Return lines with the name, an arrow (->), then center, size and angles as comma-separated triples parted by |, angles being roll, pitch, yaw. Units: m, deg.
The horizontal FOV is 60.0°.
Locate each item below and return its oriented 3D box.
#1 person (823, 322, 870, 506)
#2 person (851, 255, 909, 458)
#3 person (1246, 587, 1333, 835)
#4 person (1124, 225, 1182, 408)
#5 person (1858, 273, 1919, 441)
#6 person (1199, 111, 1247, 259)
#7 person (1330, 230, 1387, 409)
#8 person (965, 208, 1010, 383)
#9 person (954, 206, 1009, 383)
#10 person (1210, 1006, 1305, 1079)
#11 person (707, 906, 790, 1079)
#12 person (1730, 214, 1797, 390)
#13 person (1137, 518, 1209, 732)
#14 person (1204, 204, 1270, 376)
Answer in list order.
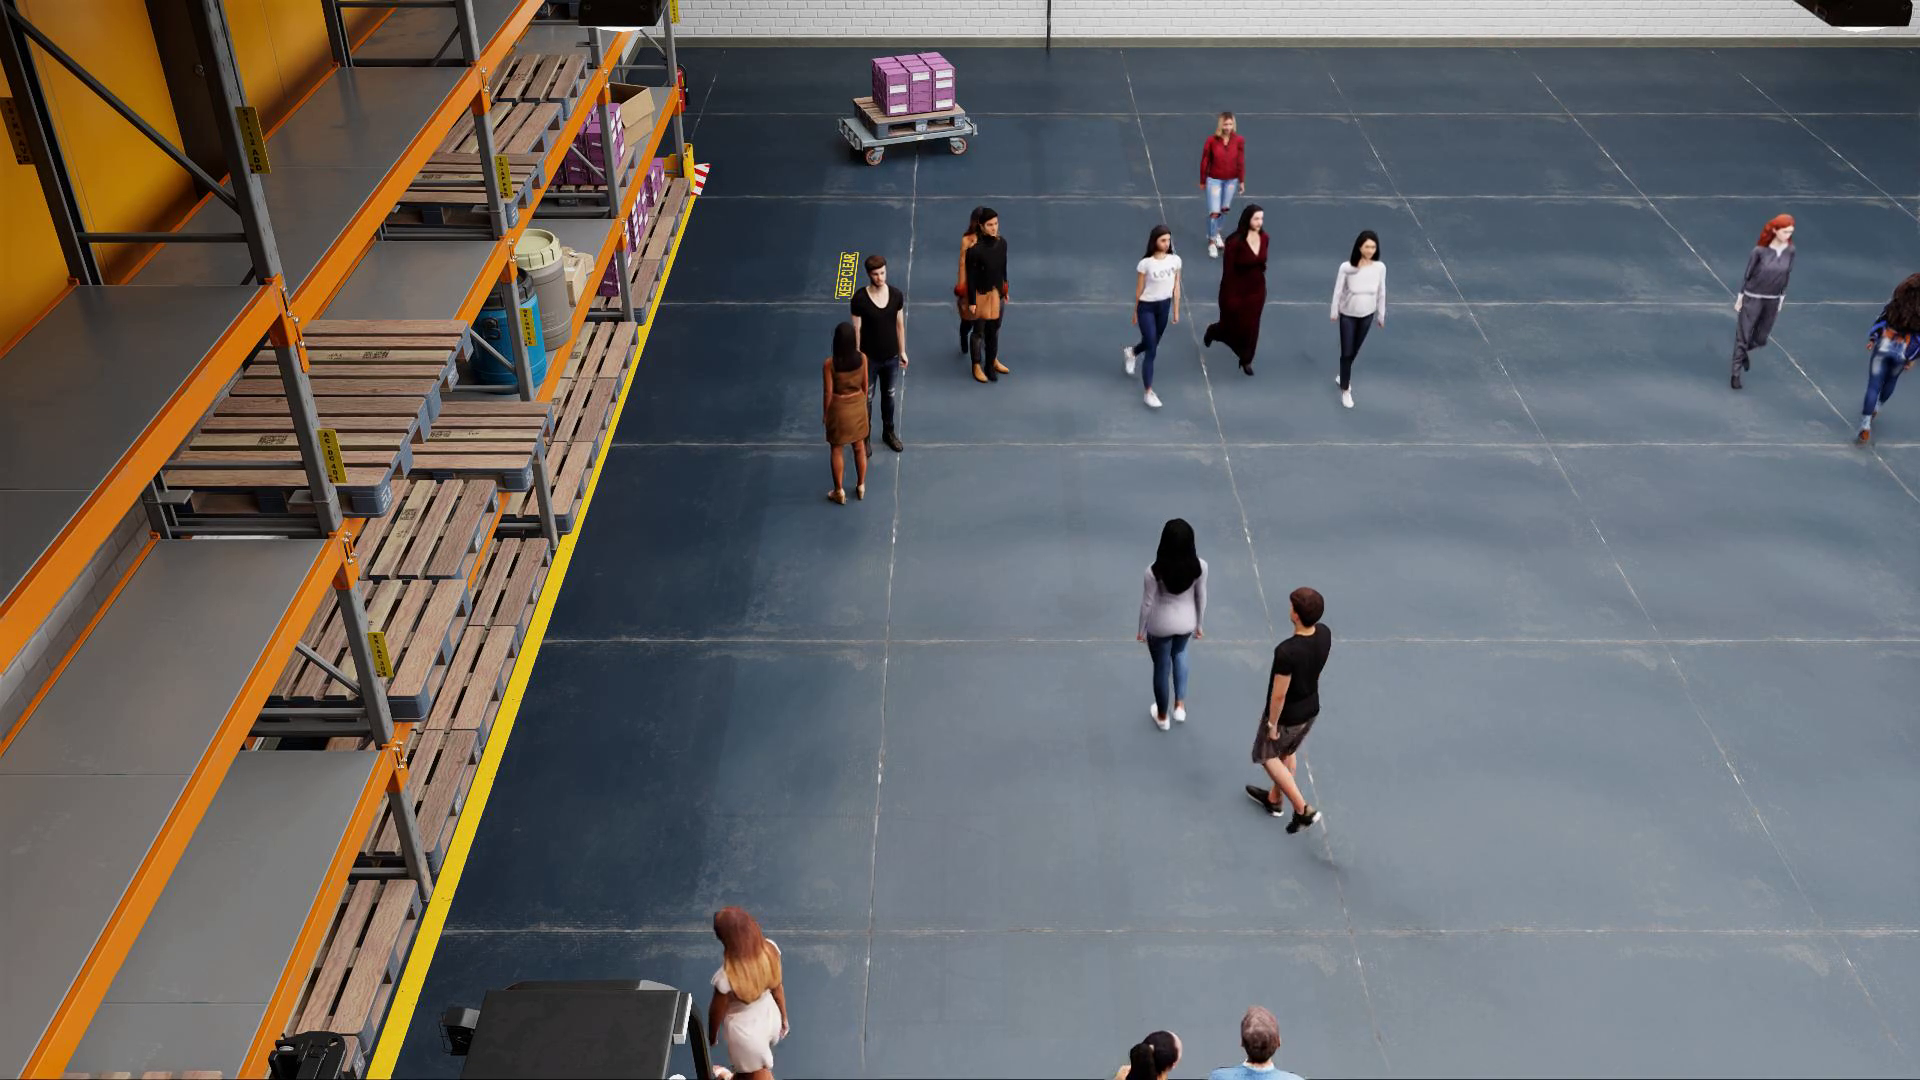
person -> -0.965, -1.073, 14.135 | 0.652, 1.686, 0.645 | -18, 38, -25
person -> -0.734, -1.662, 14.831 | 0.754, 1.896, 0.713 | -12, 36, -18
person -> 2.184, 1.124, 10.683 | 0.964, 1.847, 1.052 | -24, 40, -31
person -> 1.784, -2.177, 15.745 | 0.914, 1.741, 1.192 | -14, 36, -20
person -> 8.443, -1.652, 15.094 | 0.911, 1.588, 1.119 | 17, 37, 23
person -> 2.915, -4.050, 18.679 | 0.702, 1.612, 0.850 | -7, 34, -11
person -> 3.743, -2.170, 15.792 | 0.688, 1.679, 0.925 | -5, 34, -7
person -> 0.266, -2.395, 16.089 | 0.719, 1.723, 0.759 | -25, 41, -33
person -> 0.160, -2.419, 16.142 | 0.842, 1.704, 1.023 | -9, 35, -13
person -> 1.377, 3.016, 7.914 | 0.838, 1.762, 1.251 | 7, 34, 10
person -> -1.019, 2.617, 8.623 | 1.095, 1.641, 1.113 | 26, 41, 33
person -> 7.627, -2.326, 15.946 | 0.617, 1.768, 0.721 | 2, 34, 3
person -> 1.496, 0.652, 11.503 | 0.691, 1.727, 0.691 | -8, 34, -11
person -> 2.685, -2.440, 16.145 | 0.882, 1.737, 1.001 | -16, 37, -22
